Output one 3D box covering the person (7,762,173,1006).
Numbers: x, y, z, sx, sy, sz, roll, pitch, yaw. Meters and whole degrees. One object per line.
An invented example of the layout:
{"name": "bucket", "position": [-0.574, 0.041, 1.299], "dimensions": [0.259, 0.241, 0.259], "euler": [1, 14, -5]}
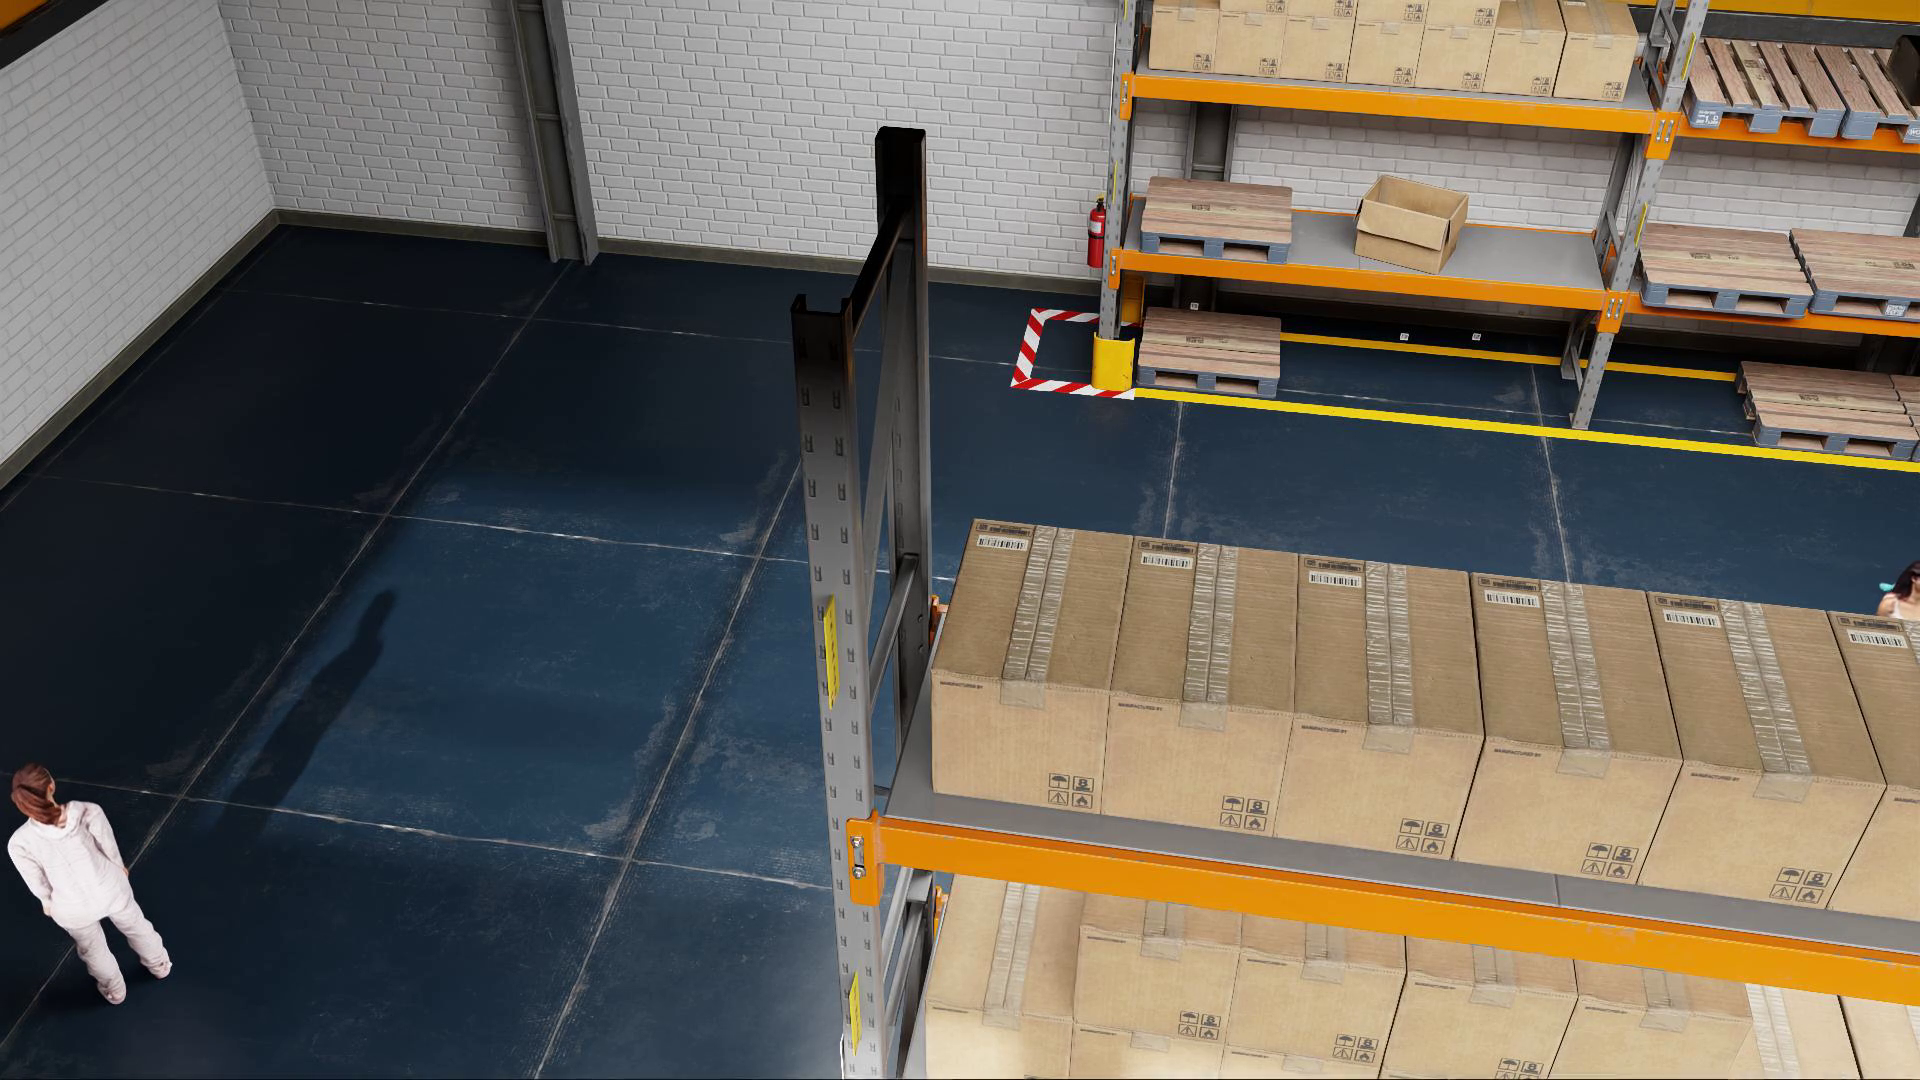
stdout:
{"name": "person", "position": [-4.741, 1.882, 9.018], "dimensions": [0.721, 1.688, 0.763], "euler": [-28, 46, -30]}
